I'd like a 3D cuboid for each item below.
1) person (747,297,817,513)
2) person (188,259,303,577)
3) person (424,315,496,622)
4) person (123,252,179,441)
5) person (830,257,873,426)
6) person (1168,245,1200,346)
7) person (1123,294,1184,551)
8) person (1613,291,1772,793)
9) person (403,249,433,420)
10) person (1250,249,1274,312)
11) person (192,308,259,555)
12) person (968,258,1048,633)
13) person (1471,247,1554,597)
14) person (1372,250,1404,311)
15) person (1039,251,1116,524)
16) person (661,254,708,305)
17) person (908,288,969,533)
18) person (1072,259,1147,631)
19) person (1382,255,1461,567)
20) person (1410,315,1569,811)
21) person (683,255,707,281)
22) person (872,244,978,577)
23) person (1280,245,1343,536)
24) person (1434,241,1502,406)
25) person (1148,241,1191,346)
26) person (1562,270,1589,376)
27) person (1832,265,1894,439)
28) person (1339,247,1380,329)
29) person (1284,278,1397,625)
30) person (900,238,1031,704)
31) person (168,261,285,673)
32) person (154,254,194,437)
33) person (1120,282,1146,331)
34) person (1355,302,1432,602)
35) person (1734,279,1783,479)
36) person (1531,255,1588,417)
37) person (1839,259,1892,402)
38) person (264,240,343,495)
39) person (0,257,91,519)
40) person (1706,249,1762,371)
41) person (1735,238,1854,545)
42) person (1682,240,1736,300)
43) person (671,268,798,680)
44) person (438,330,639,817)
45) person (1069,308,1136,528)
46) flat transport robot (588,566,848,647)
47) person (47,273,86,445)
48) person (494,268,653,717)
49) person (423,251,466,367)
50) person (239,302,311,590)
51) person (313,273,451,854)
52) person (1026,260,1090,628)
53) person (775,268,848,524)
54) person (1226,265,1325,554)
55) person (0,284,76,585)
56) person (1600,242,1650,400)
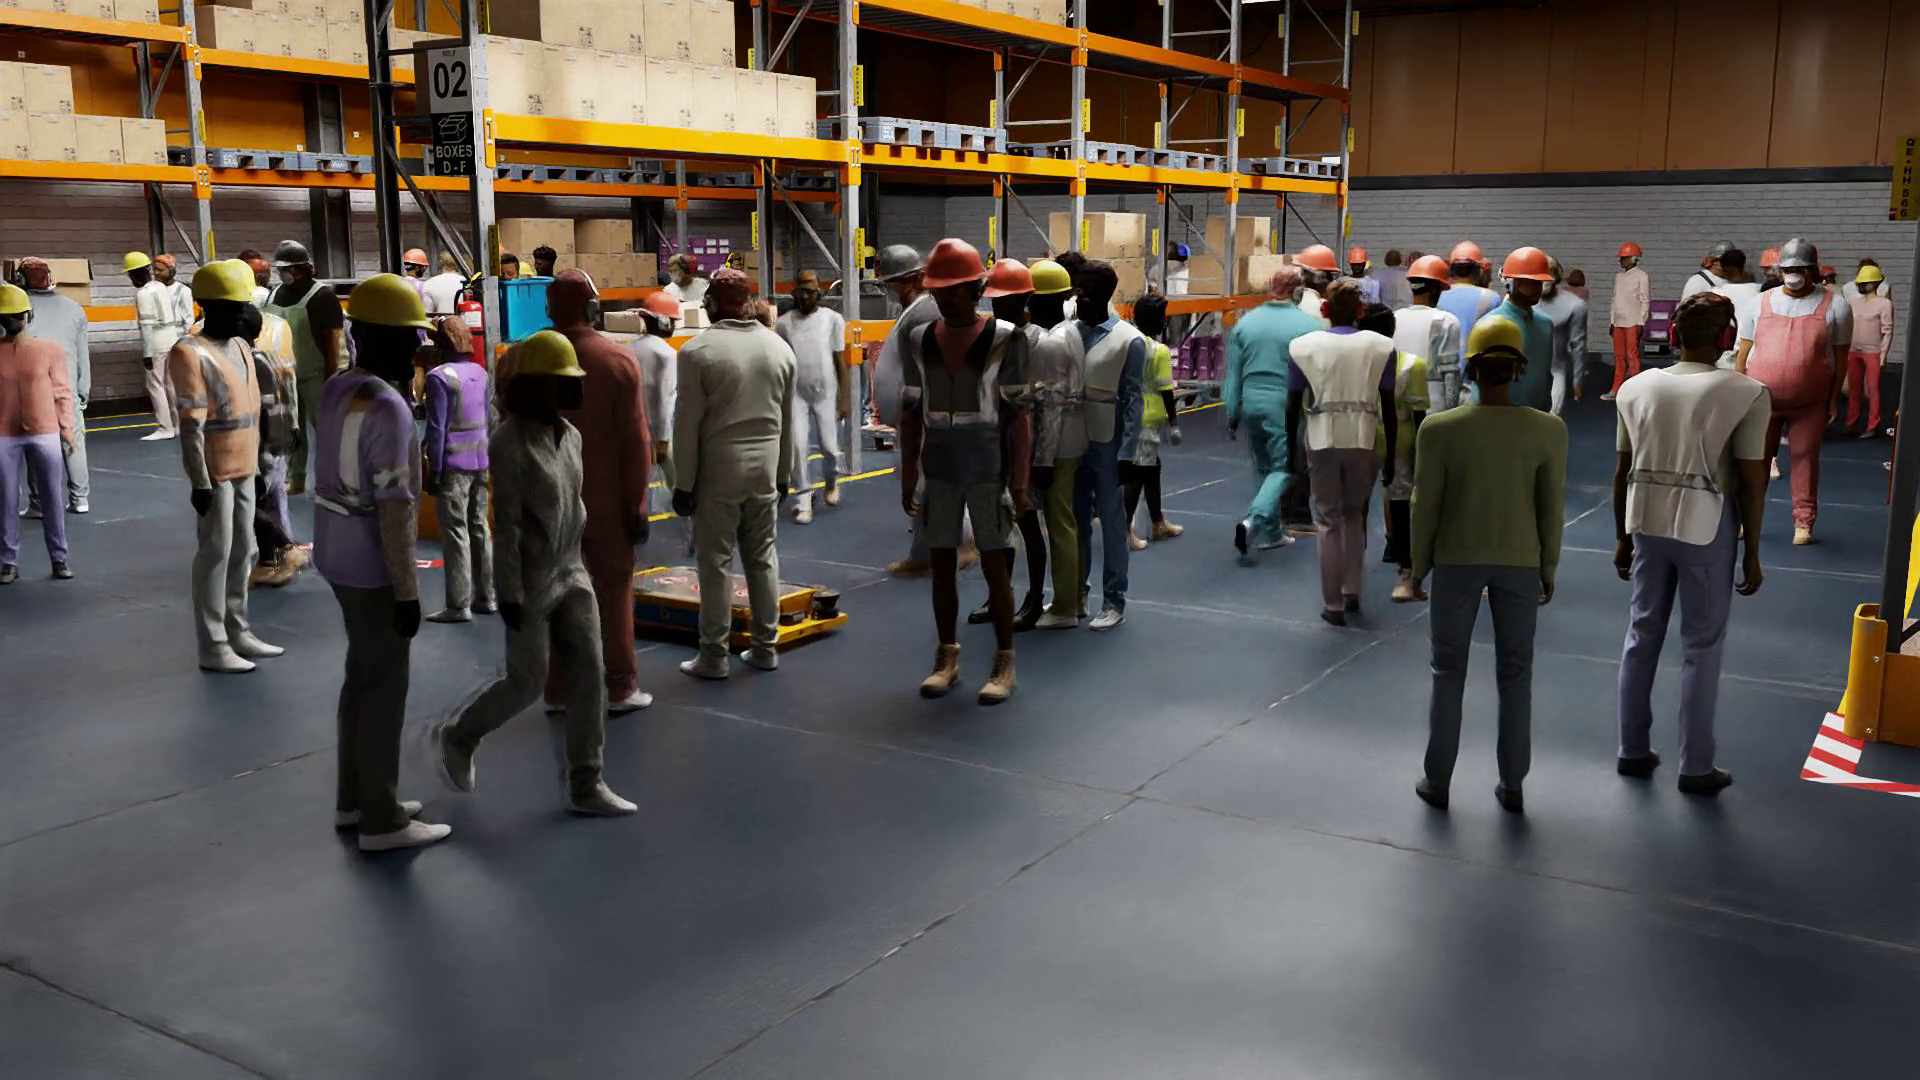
[{"bbox_3d":[-1.447,-0.979,12.215,0.739,1.605,0.534,1,10,8],"label":"person"},{"bbox_3d":[-4.230,-0.702,9.889,0.592,1.912,0.397,-7,13,-36],"label":"person"},{"bbox_3d":[-2.666,-0.380,8.876,0.319,1.631,0.524,3,11,15],"label":"person"},{"bbox_3d":[-8.148,-1.957,16.853,0.491,1.904,0.634,-1,10,-7],"label":"person"},{"bbox_3d":[-1.132,-2.191,18.147,0.597,1.909,0.405,-5,11,-25],"label":"person"},{"bbox_3d":[3.421,-3.560,25.614,0.602,1.948,0.385,1,10,8],"label":"person"},{"bbox_3d":[1.297,-0.772,10.911,0.746,1.665,0.553,-5,11,-24],"label":"person"},{"bbox_3d":[2.663,0.012,6.141,0.394,1.836,0.560,-8,13,-38],"label":"person"},{"bbox_3d":[-6.149,-2.319,18.804,0.553,1.924,0.391,7,12,33],"label":"person"},{"bbox_3d":[4.796,-3.598,26.028,0.579,1.879,0.370,7,12,33],"label":"person"},{"bbox_3d":[-4.718,-0.753,10.668,0.488,1.734,0.314,-2,10,-10],"label":"person"},{"bbox_3d":[0.261,-0.484,8.639,0.380,1.930,0.547,-8,13,-39],"label":"person"},{"bbox_3d":[3.144,-0.658,9.452,0.608,1.987,0.406,-7,12,-32],"label":"person"},{"bbox_3d":[6.221,-3.233,23.994,0.623,1.873,1.043,0,10,2],"label":"person"},{"bbox_3d":[0.860,-1.093,11.966,0.707,1.936,0.569,-4,11,-22],"label":"person"},{"bbox_3d":[-2.634,-1.874,16.467,0.655,1.878,0.701,3,11,17],"label":"person"},{"bbox_3d":[-0.076,-0.930,11.349,0.396,1.837,0.565,-9,14,-41],"label":"person"},{"bbox_3d":[0.709,-0.498,8.722,0.593,1.922,0.392,10,14,43],"label":"person"},{"bbox_3d":[2.863,-0.797,10.364,0.543,1.927,0.383,9,14,42],"label":"person"},{"bbox_3d":[1.861,0.090,5.911,0.525,1.762,0.338,2,10,10],"label":"person"},{"bbox_3d":[-3.195,-2.505,20.053,0.569,1.843,0.373,8,13,37],"label":"person"},{"bbox_3d":[-0.215,-0.776,9.929,0.625,2.000,0.733,-1,10,-5],"label":"person"},{"bbox_3d":[2.407,-1.000,11.435,0.425,1.953,0.619,-3,11,-15],"label":"person"},{"bbox_3d":[3.855,-1.304,12.914,0.612,2.020,0.704,5,11,27],"label":"person"},{"bbox_3d":[3.183,-3.537,25.230,0.700,2.000,0.969,0,10,2],"label":"person"},{"bbox_3d":[9.003,-3.177,24.475,0.854,1.583,0.514,-9,14,-42],"label":"person"},{"bbox_3d":[9.234,-1.910,16.982,0.328,1.765,0.532,-4,11,-19],"label":"person"},{"bbox_3d":[4.724,-2.517,19.863,0.551,1.934,0.372,1,10,8],"label":"person"},{"bbox_3d":[2.008,-0.472,8.864,0.570,1.816,0.561,0,10,1],"label":"person"},{"bbox_3d":[0.011,-0.295,7.300,0.619,2.028,0.409,4,11,23],"label":"person"},{"bbox_3d":[-3.453,-0.345,7.858,0.381,1.924,0.594,1,10,3],"label":"person"},{"bbox_3d":[-8.127,-2.007,17.214,0.587,1.879,0.361,7,12,33],"label":"person"},{"bbox_3d":[2.248,-2.966,22.664,0.632,1.832,0.430,-9,14,-41],"label":"person"},{"bbox_3d":[2.363,-0.490,9.337,0.555,1.676,0.345,7,12,32],"label":"person"},{"bbox_3d":[6.841,-1.361,14.121,0.530,1.697,0.321,3,11,17],"label":"person"},{"bbox_3d":[4.521,-1.254,12.957,0.634,1.911,0.503,6,12,31],"label":"person"},{"bbox_3d":[11.406,-2.642,20.994,0.577,1.786,1.008,7,13,35],"label":"person"},{"bbox_3d":[-5.193,-1.342,13.064,0.685,2.000,0.535,4,11,19],"label":"person"},{"bbox_3d":[-6.698,-1.108,12.170,0.402,1.902,0.639,7,12,32],"label":"person"},{"bbox_3d":[7.689,-1.907,16.491,0.650,1.937,0.406,1,10,7],"label":"person"},{"bbox_3d":[5.524,-0.988,11.103,0.687,2.000,0.538,7,12,32],"label":"person"},{"bbox_3d":[7.745,-2.063,17.063,0.681,2.000,0.535,-5,11,-25],"label":"person"},{"bbox_3d":[-1.056,-0.302,7.721,0.653,1.896,0.400,-9,14,-42],"label":"person"},{"bbox_3d":[-1.508,0.121,5.828,0.697,1.716,0.488,4,11,23],"label":"person"},{"bbox_3d":[0.897,-0.742,10.941,0.499,1.611,0.685,6,12,32],"label":"person"},{"bbox_3d":[-1.351,0.328,8.720,1.431,0.197,0.652,7,12,33],"label":"flat transport robot"},{"bbox_3d":[-8.878,-1.766,16.258,0.571,1.740,0.360,1,10,5],"label":"person"},{"bbox_3d":[-1.609,-0.190,7.061,0.646,1.907,0.407,1,10,6],"label":"person"},{"bbox_3d":[-5.702,-2.295,18.731,0.636,1.910,0.577,-4,11,-21],"label":"person"},{"bbox_3d":[-4.060,-0.532,9.555,0.348,1.686,0.542,-5,11,-24],"label":"person"},{"bbox_3d":[-1.921,0.079,5.548,0.422,1.916,0.599,-8,13,-36],"label":"person"},{"bbox_3d":[0.491,-0.494,8.719,0.407,1.918,0.586,2,11,13],"label":"person"},{"bbox_3d":[-1.054,-1.041,11.995,0.541,1.826,0.564,1,10,4],"label":"person"},{"bbox_3d":[1.987,-0.813,10.625,0.793,1.871,0.687,-10,14,-44],"label":"person"},{"bbox_3d":[-5.527,-0.621,9.832,0.533,1.767,0.326,-6,12,-30],"label":"person"},{"bbox_3d":[8.335,-2.713,20.796,0.388,1.990,0.622,-3,11,-15],"label":"person"}]
